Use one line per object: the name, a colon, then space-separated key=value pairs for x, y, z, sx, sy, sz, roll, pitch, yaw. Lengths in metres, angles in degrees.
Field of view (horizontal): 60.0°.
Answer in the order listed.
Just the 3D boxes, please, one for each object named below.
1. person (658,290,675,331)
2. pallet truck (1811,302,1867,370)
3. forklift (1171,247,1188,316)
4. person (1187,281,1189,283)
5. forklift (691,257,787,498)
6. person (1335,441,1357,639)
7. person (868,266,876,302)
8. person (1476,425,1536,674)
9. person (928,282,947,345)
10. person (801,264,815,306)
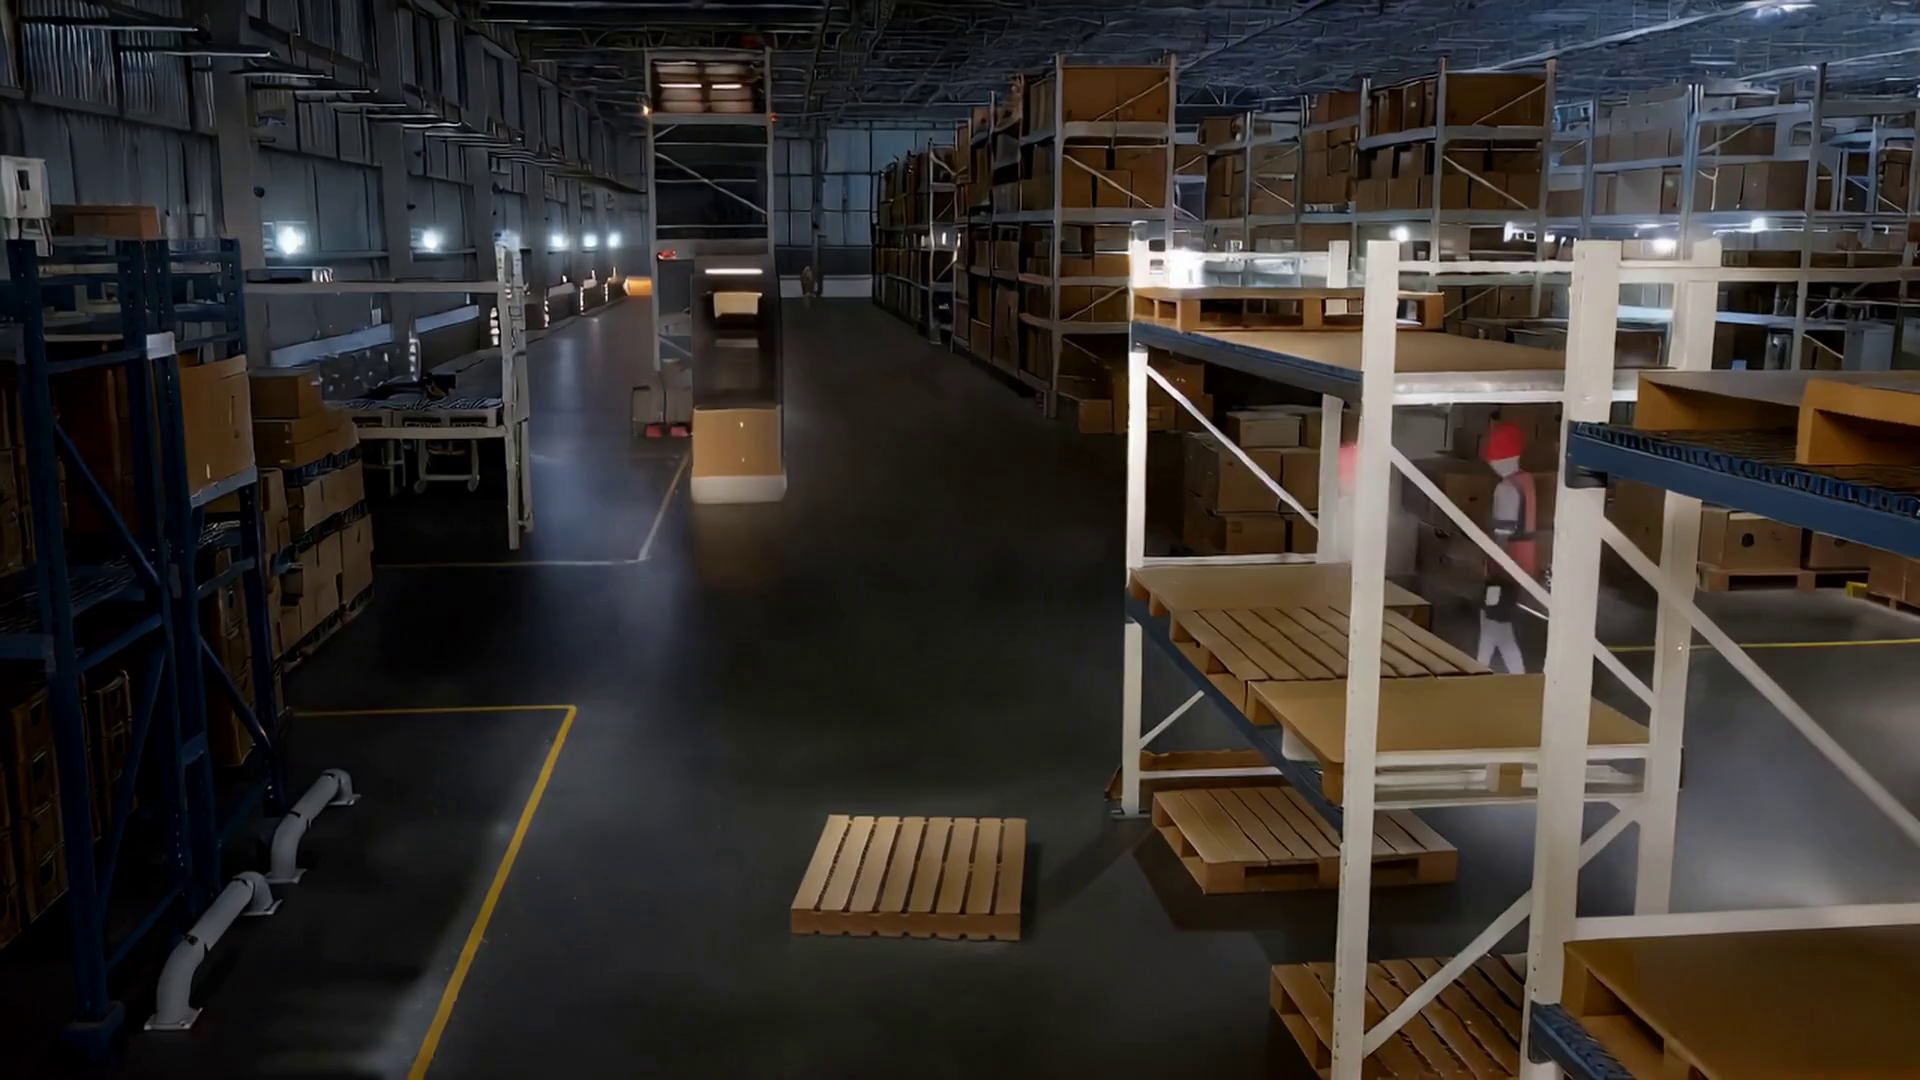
person: x=-8.581 y=-6.656 z=48.533 sx=0.642 sy=1.901 sz=0.404 roll=-6 pitch=12 yaw=-29
pallet truck: x=15.846 y=-3.142 z=28.793 sx=1.885 sy=1.965 sz=0.823 roll=2 pitch=10 yaw=12
forklift: x=6.256 y=-7.022 z=47.842 sx=1.873 sy=2.768 sz=1.129 roll=-1 pitch=10 yaw=-6
person: x=6.437 y=-6.549 z=47.714 sx=1.082 sy=1.987 sz=0.619 roll=2 pitch=10 yaw=11
forklift: x=-2.671 y=-1.988 z=19.951 sx=1.129 sy=2.768 sz=1.873 roll=-1 pitch=10 yaw=-6
person: x=2.359 y=0.377 z=9.571 sx=0.785 sy=1.906 sz=0.643 roll=3 pitch=11 yaw=16
person: x=-4.248 y=-12.620 z=82.030 sx=0.569 sy=1.732 sz=0.577 roll=-1 pitch=10 yaw=-8
person: x=3.478 y=0.173 z=10.771 sx=0.713 sy=1.879 sz=0.610 roll=6 pitch=12 yaw=31
person: x=-0.706 y=-6.615 z=48.528 sx=0.751 sy=1.817 sz=0.598 roll=10 pitch=14 yaw=43
person: x=-7.033 y=-11.802 z=77.033 sx=0.643 sy=1.908 sz=0.411 roll=0 pitch=10 yaw=0
